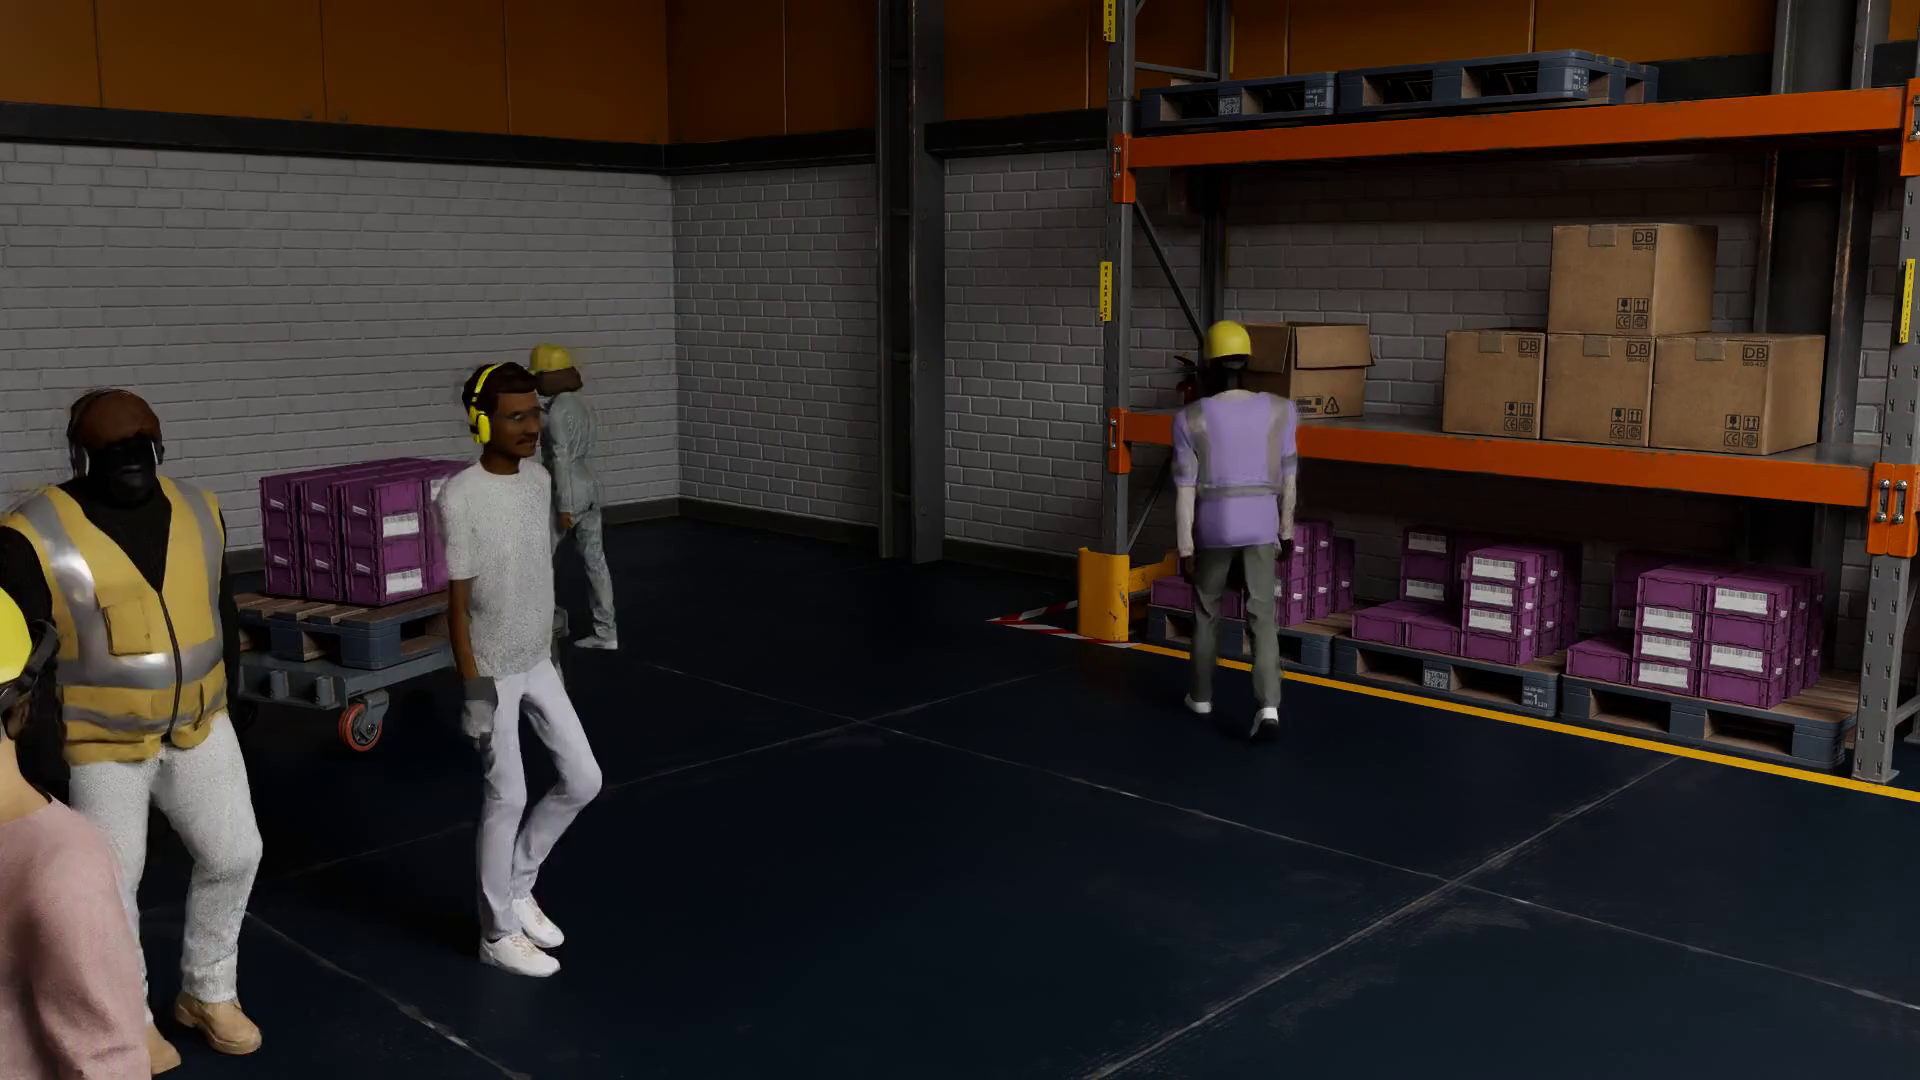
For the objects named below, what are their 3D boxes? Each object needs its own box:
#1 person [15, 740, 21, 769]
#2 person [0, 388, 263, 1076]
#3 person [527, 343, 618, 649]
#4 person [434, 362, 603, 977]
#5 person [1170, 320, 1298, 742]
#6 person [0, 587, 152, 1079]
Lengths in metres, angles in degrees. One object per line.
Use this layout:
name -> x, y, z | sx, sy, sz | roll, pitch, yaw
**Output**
person -> -2.665, 0.539, 4.112 | 0.668, 1.856, 0.993 | -7, 12, -37
person -> -2.104, 0.518, 4.317 | 0.551, 1.819, 0.647 | 7, 11, 35
person -> -2.243, -0.223, 9.183 | 0.721, 1.710, 0.508 | 2, 9, 9
person -> -1.311, 0.399, 4.959 | 0.404, 1.846, 0.548 | 4, 10, 22
person -> 1.250, -0.052, 7.581 | 0.599, 1.895, 0.906 | 0, 9, 0
person -> -1.252, 0.894, 2.179 | 0.533, 1.765, 0.329 | 7, 12, 37
